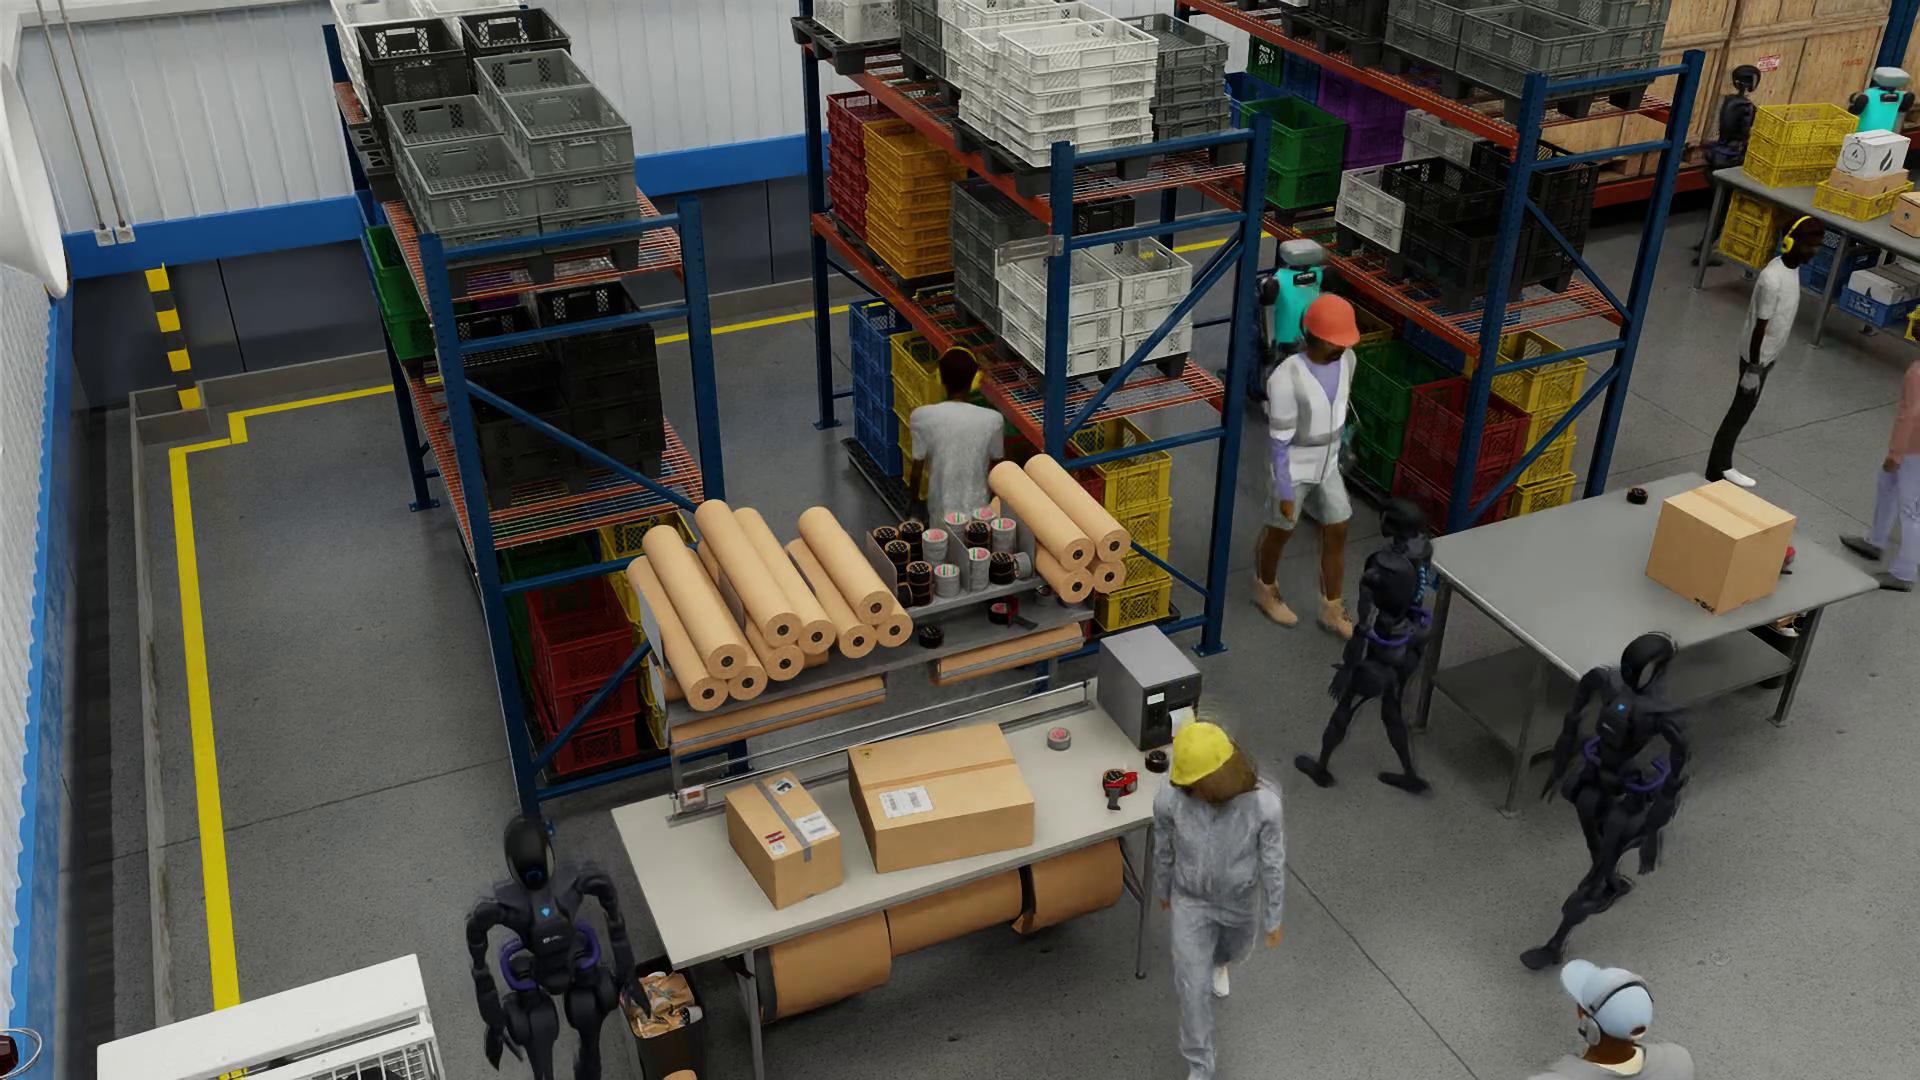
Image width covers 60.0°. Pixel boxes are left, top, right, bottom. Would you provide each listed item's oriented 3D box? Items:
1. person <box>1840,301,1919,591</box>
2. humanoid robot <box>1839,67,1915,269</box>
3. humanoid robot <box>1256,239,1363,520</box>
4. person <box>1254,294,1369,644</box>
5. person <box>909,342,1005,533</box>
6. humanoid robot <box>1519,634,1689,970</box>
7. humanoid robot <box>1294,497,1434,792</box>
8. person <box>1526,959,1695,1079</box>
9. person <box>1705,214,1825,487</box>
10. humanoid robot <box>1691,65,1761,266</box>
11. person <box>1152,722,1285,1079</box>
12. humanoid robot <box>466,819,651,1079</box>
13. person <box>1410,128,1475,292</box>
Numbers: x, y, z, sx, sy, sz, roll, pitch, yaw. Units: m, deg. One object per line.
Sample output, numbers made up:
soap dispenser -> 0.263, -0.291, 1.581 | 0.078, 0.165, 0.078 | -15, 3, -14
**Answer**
person -> 5.422, -0.560, 9.480 | 0.523, 1.725, 0.567 | -26, 40, -35
humanoid robot -> 7.224, -2.731, 13.062 | 0.556, 1.798, 0.802 | -7, 32, -11
humanoid robot -> 2.120, -0.849, 9.964 | 0.529, 1.779, 0.820 | -15, 35, -22
person -> 1.935, -0.324, 8.830 | 0.624, 2.019, 0.831 | -19, 36, -28
person -> -0.003, -0.165, 8.717 | 0.526, 1.867, 0.340 | 3, 32, 4
humanoid robot -> 2.730, 1.057, 6.959 | 0.821, 1.625, 0.590 | -19, 36, -28
humanoid robot -> 1.995, 0.488, 7.856 | 0.590, 1.629, 0.614 | -28, 41, -37
person -> 1.888, 2.016, 5.187 | 0.587, 1.853, 0.378 | -10, 33, -15
person -> 4.959, -1.119, 10.267 | 0.329, 1.865, 0.507 | 20, 37, 30
humanoid robot -> 6.275, -3.036, 13.549 | 0.367, 1.647, 0.586 | 1, 32, 2
person -> 0.976, 1.336, 6.436 | 0.510, 1.690, 0.797 | 3, 32, 4
humanoid robot -> -1.411, 1.659, 5.953 | 0.605, 1.638, 0.645 | -15, 35, -23
person -> 3.513, -2.221, 12.088 | 0.499, 1.839, 0.343 | 27, 41, 37
